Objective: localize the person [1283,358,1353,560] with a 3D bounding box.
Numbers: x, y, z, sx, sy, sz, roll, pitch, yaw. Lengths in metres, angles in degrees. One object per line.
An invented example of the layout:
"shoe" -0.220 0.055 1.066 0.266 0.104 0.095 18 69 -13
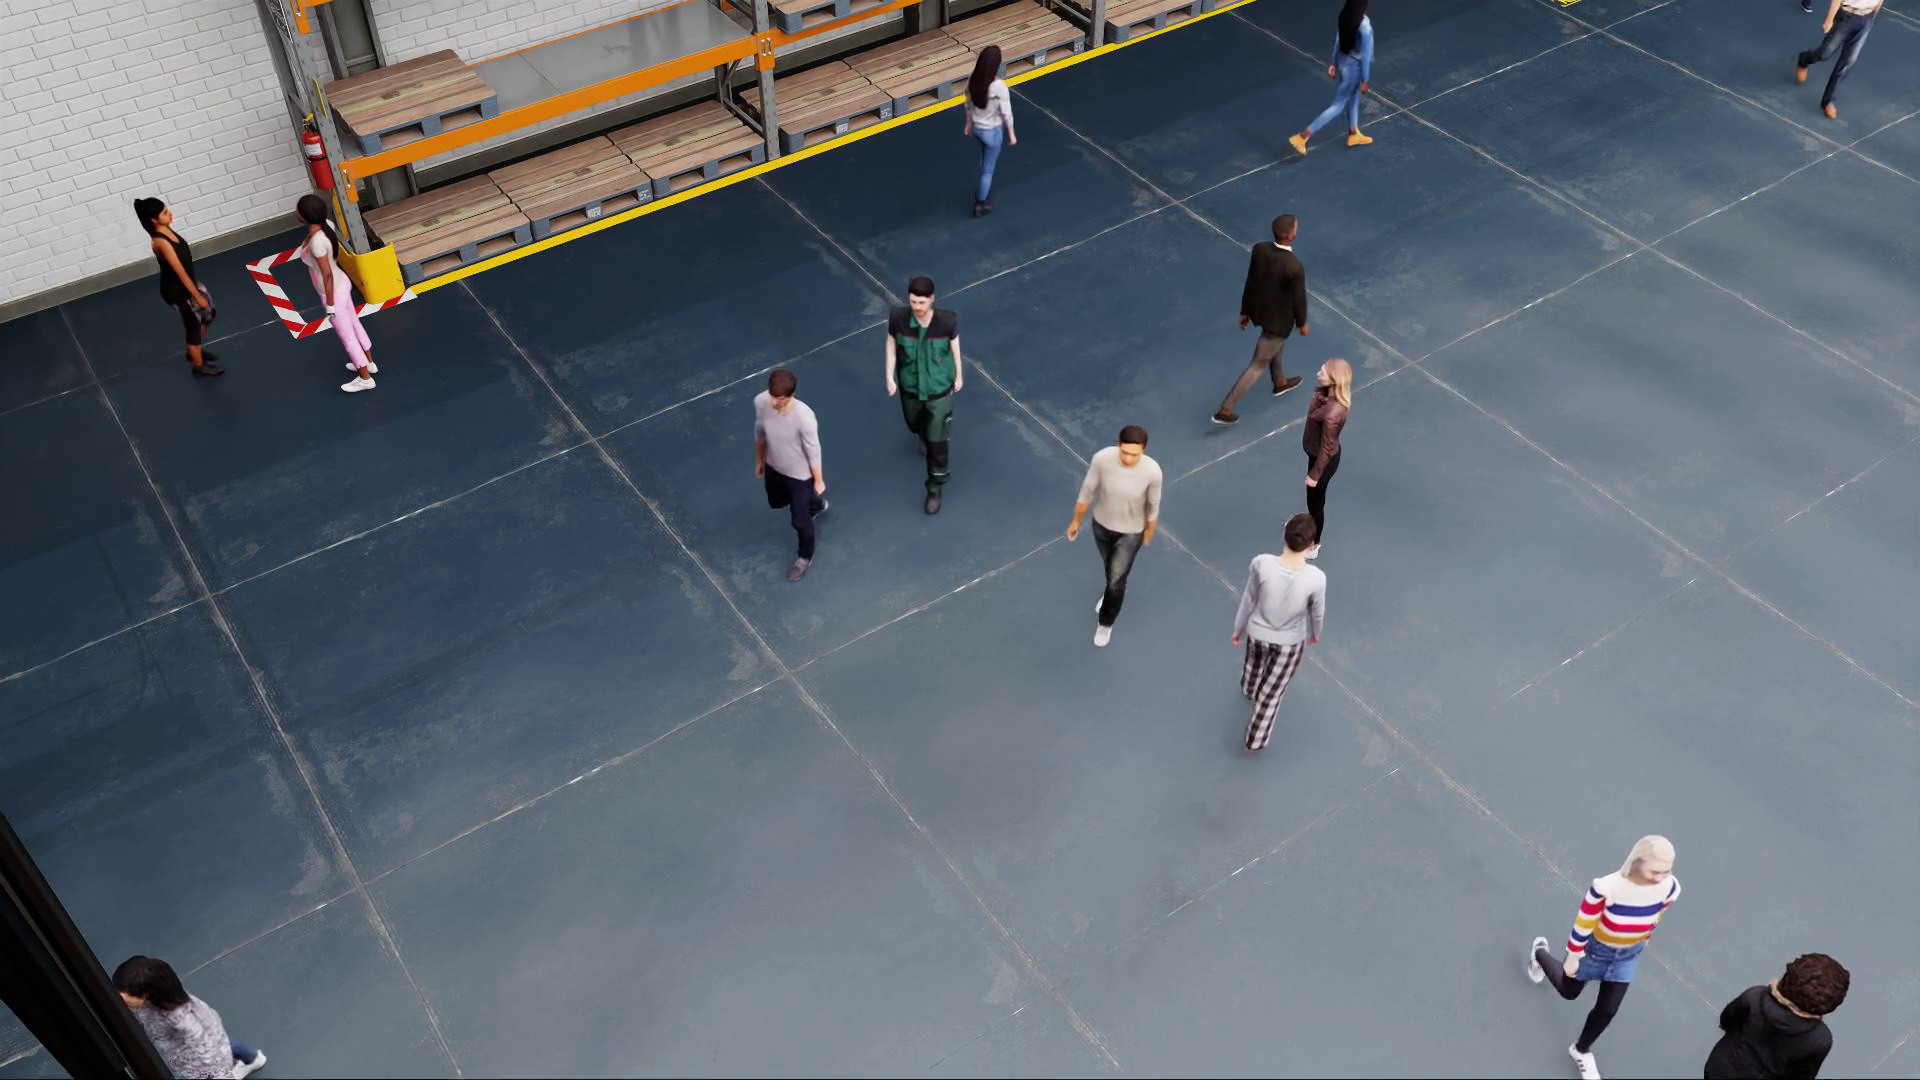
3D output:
"person" 2.531 -0.576 11.610 0.728 1.705 0.657 9 44 9

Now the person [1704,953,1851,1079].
"person" 3.865 2.666 8.187 0.845 1.733 1.148 27 50 26

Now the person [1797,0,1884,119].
"person" 8.713 -5.163 16.332 1.154 1.834 1.109 -1 44 -1

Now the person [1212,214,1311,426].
"person" 2.312 -1.625 12.673 1.228 1.757 0.695 -23 48 -23

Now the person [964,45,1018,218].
"person" 0.192 -3.606 14.855 0.637 1.615 0.652 -34 53 -30

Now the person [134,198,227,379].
"person" -6.221 -1.966 13.109 0.672 1.651 0.658 -12 45 -13

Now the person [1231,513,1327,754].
"person" 1.921 0.639 10.246 0.947 1.826 1.065 16 46 16

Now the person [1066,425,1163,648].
"person" 1.106 -0.167 11.128 0.858 1.777 0.950 25 49 24

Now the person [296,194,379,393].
"person" -4.889 -1.941 13.016 0.655 1.742 0.656 -5 44 -6

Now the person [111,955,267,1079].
"person" -3.782 2.578 8.307 0.819 1.695 0.956 -34 53 -30

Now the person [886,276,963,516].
"person" -0.246 -1.182 12.131 1.226 1.864 1.240 3 44 3

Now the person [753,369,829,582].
"person" -1.117 -0.529 11.479 0.823 1.818 0.967 31 51 28

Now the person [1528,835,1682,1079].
"person" 3.360 2.088 8.757 1.095 1.784 1.060 -2 44 -2

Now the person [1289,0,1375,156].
"person" 3.567 -4.360 15.604 1.240 1.676 0.861 -12 45 -12
